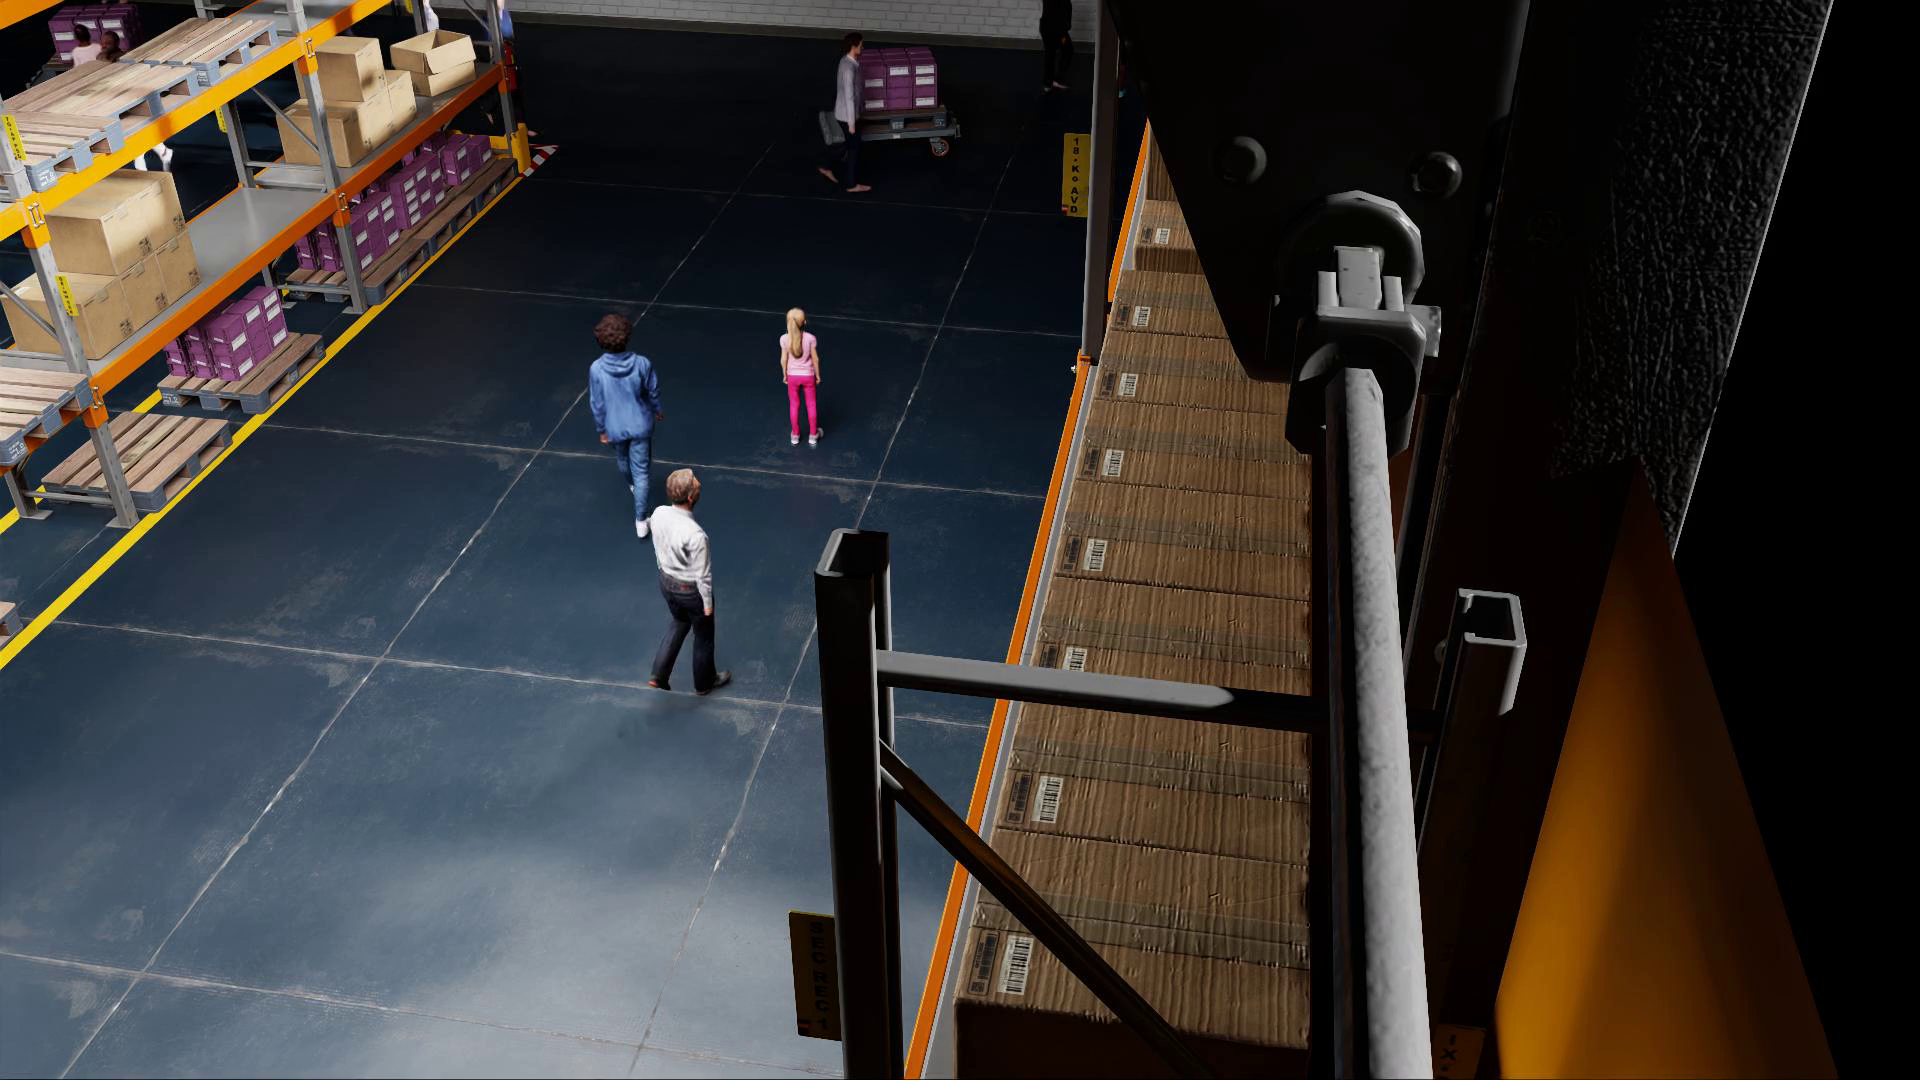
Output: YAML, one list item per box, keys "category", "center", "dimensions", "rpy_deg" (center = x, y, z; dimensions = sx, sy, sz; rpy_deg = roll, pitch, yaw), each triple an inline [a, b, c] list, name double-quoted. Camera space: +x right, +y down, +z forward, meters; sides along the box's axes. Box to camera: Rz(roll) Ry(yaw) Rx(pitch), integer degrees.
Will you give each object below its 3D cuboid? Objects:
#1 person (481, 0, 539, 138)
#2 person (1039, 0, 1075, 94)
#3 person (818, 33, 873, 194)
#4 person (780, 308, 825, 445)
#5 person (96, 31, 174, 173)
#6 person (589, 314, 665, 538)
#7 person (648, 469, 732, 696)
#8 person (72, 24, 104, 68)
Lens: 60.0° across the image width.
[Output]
- category: "person"
  center: [-5.677, -5.871, 20.474]
  dimensions: [0.849, 1.843, 1.017]
  rpy_deg: [11, 35, 17]
- category: "person"
  center: [1.181, -6.678, 21.928]
  dimensions: [0.872, 1.578, 0.822]
  rpy_deg: [-20, 38, -27]
- category: "person"
  center: [-1.350, -4.858, 18.966]
  dimensions: [0.922, 1.826, 0.898]
  rpy_deg: [-2, 34, -2]
- category: "person"
  center: [-1.365, -1.419, 14.292]
  dimensions: [0.507, 1.272, 0.540]
  rpy_deg: [1, 34, 2]
- category: "person"
  center: [-9.534, -4.989, 19.193]
  dimensions: [0.875, 1.792, 1.153]
  rpy_deg: [13, 36, 19]
- category: "person"
  center: [-2.595, -0.858, 12.998]
  dimensions: [0.835, 1.771, 1.192]
  rpy_deg: [0, 34, 0]
- category: "person"
  center: [-1.900, 0.343, 11.159]
  dimensions: [0.893, 1.806, 1.010]
  rpy_deg: [25, 41, 32]
- category: "person"
  center: [-10.618, -5.647, 20.496]
  dimensions: [0.680, 1.446, 0.706]
  rpy_deg: [-12, 35, -17]
